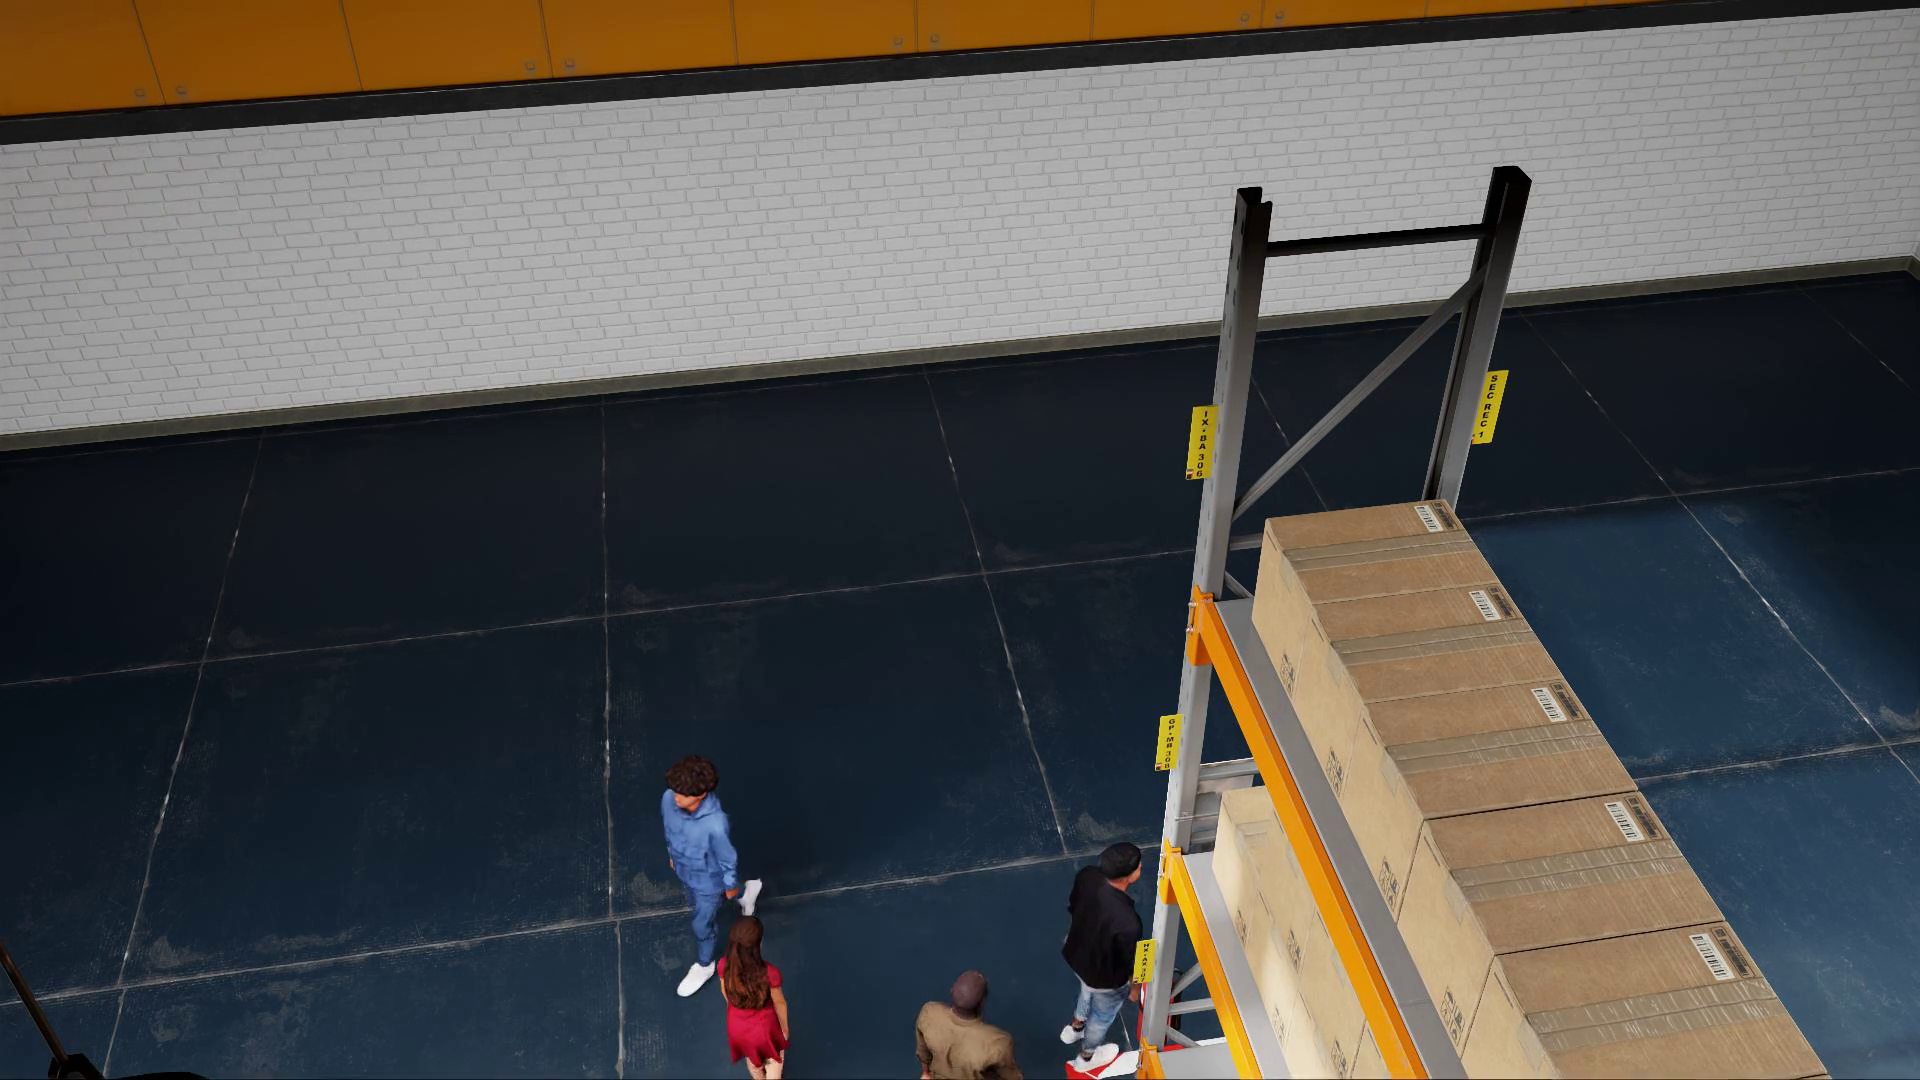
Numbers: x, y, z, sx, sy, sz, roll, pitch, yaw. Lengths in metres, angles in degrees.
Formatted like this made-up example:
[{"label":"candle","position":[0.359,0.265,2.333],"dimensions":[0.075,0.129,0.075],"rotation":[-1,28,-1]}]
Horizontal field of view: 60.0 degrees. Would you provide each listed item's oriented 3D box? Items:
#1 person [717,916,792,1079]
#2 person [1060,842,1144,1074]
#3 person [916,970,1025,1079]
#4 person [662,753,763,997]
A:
[{"label":"person","position":[-1.144,2.680,9.110],"dimensions":[0.644,1.541,0.826],"rotation":[5,39,6]},{"label":"person","position":[0.717,2.372,9.296],"dimensions":[0.860,1.791,0.703],"rotation":[-18,42,-21]},{"label":"person","position":[0.043,2.890,8.627],"dimensions":[0.831,1.815,0.868],"rotation":[17,42,20]},{"label":"person","position":[-1.473,1.896,9.897],"dimensions":[1.089,1.784,1.099],"rotation":[29,47,31]}]
